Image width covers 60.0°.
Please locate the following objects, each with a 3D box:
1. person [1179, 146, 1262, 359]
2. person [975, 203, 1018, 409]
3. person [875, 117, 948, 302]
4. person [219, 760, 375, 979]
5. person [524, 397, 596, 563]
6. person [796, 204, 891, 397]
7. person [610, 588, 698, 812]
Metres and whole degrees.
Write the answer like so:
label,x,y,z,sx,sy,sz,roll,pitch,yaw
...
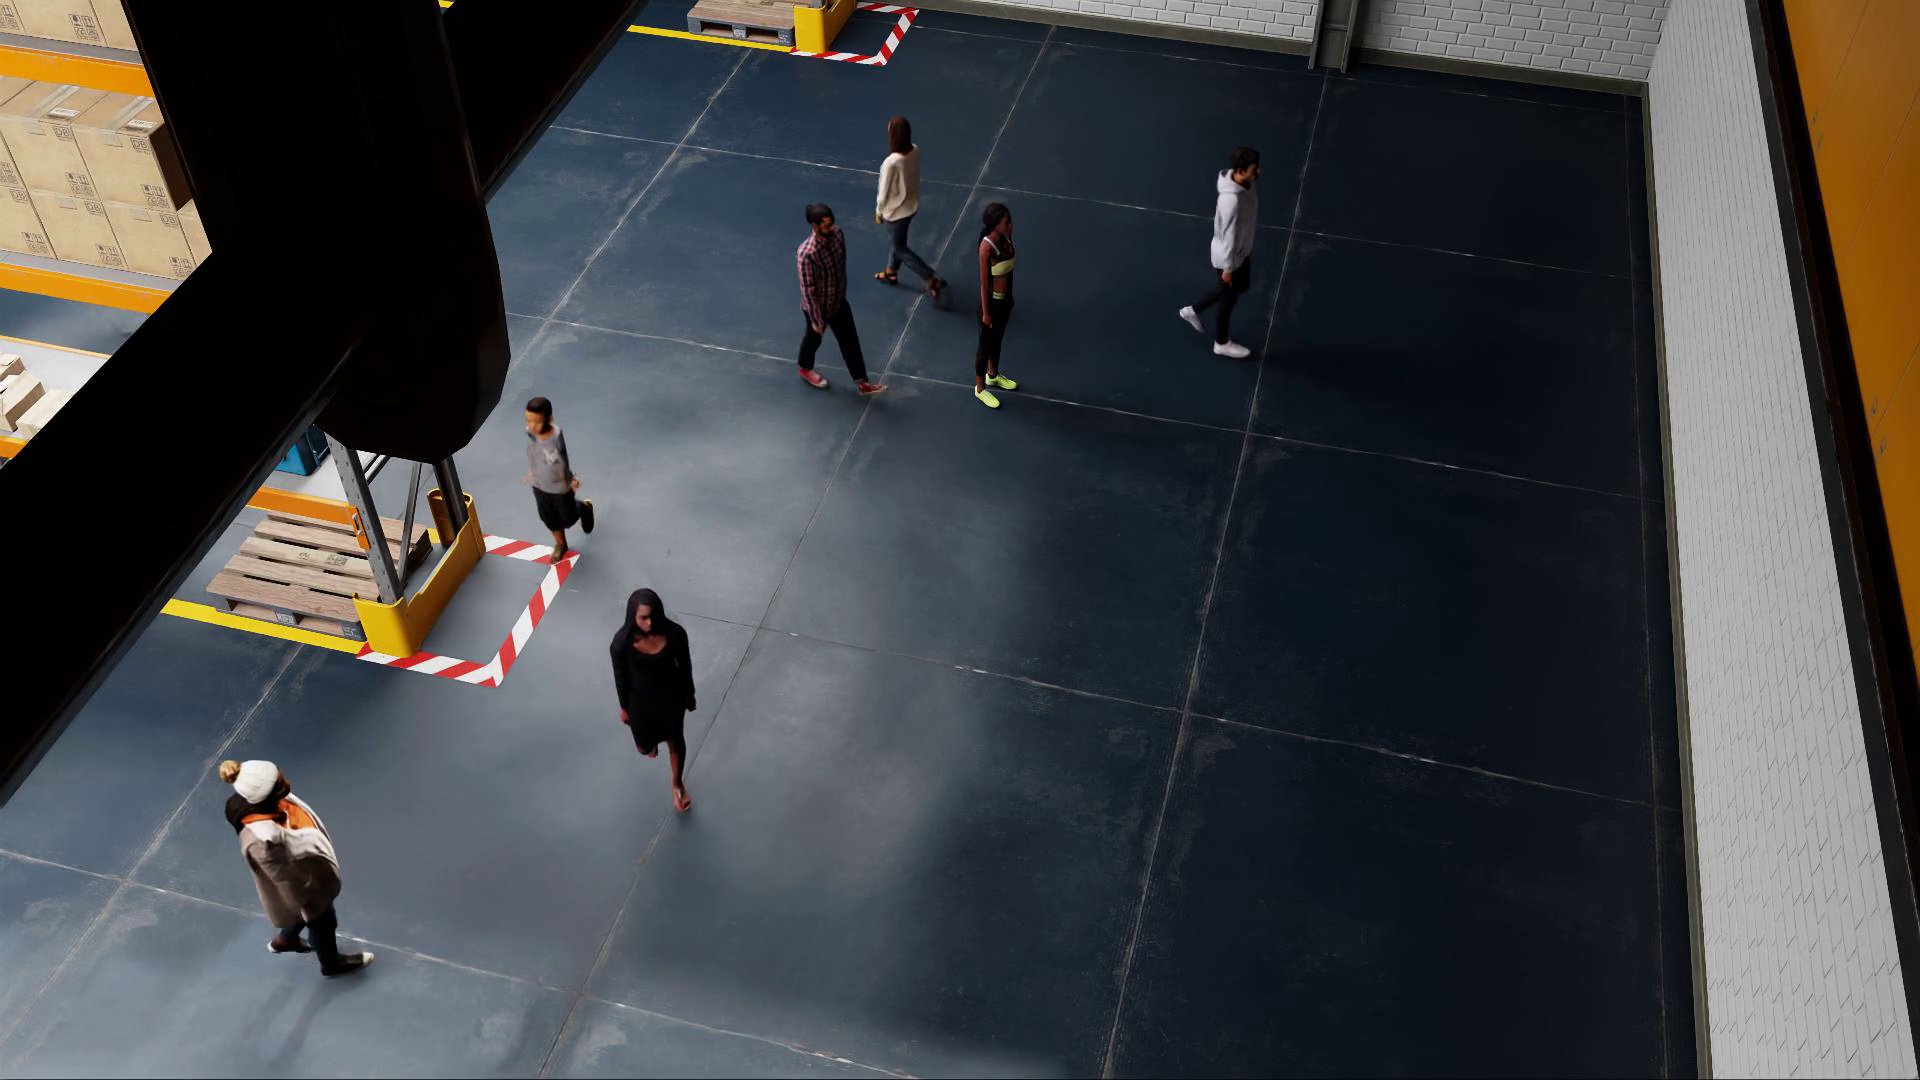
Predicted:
label,x,y,z,sx,sy,sz,roll,pitch,yaw
person,2.087,-2.317,13.316,0.891,1.919,0.716,13,45,14
person,0.257,-1.852,12.948,0.596,1.753,0.612,22,48,22
person,-0.431,-2.743,13.951,1.068,1.660,0.791,22,48,22
person,-3.707,1.806,9.019,0.964,1.876,0.903,-16,46,-16
person,-2.859,-0.506,11.759,0.680,1.444,0.632,12,45,12
person,-1.113,-1.882,12.998,1.201,1.728,0.972,27,50,25
person,-1.855,0.908,10.083,0.903,1.710,0.927,-13,45,-13
